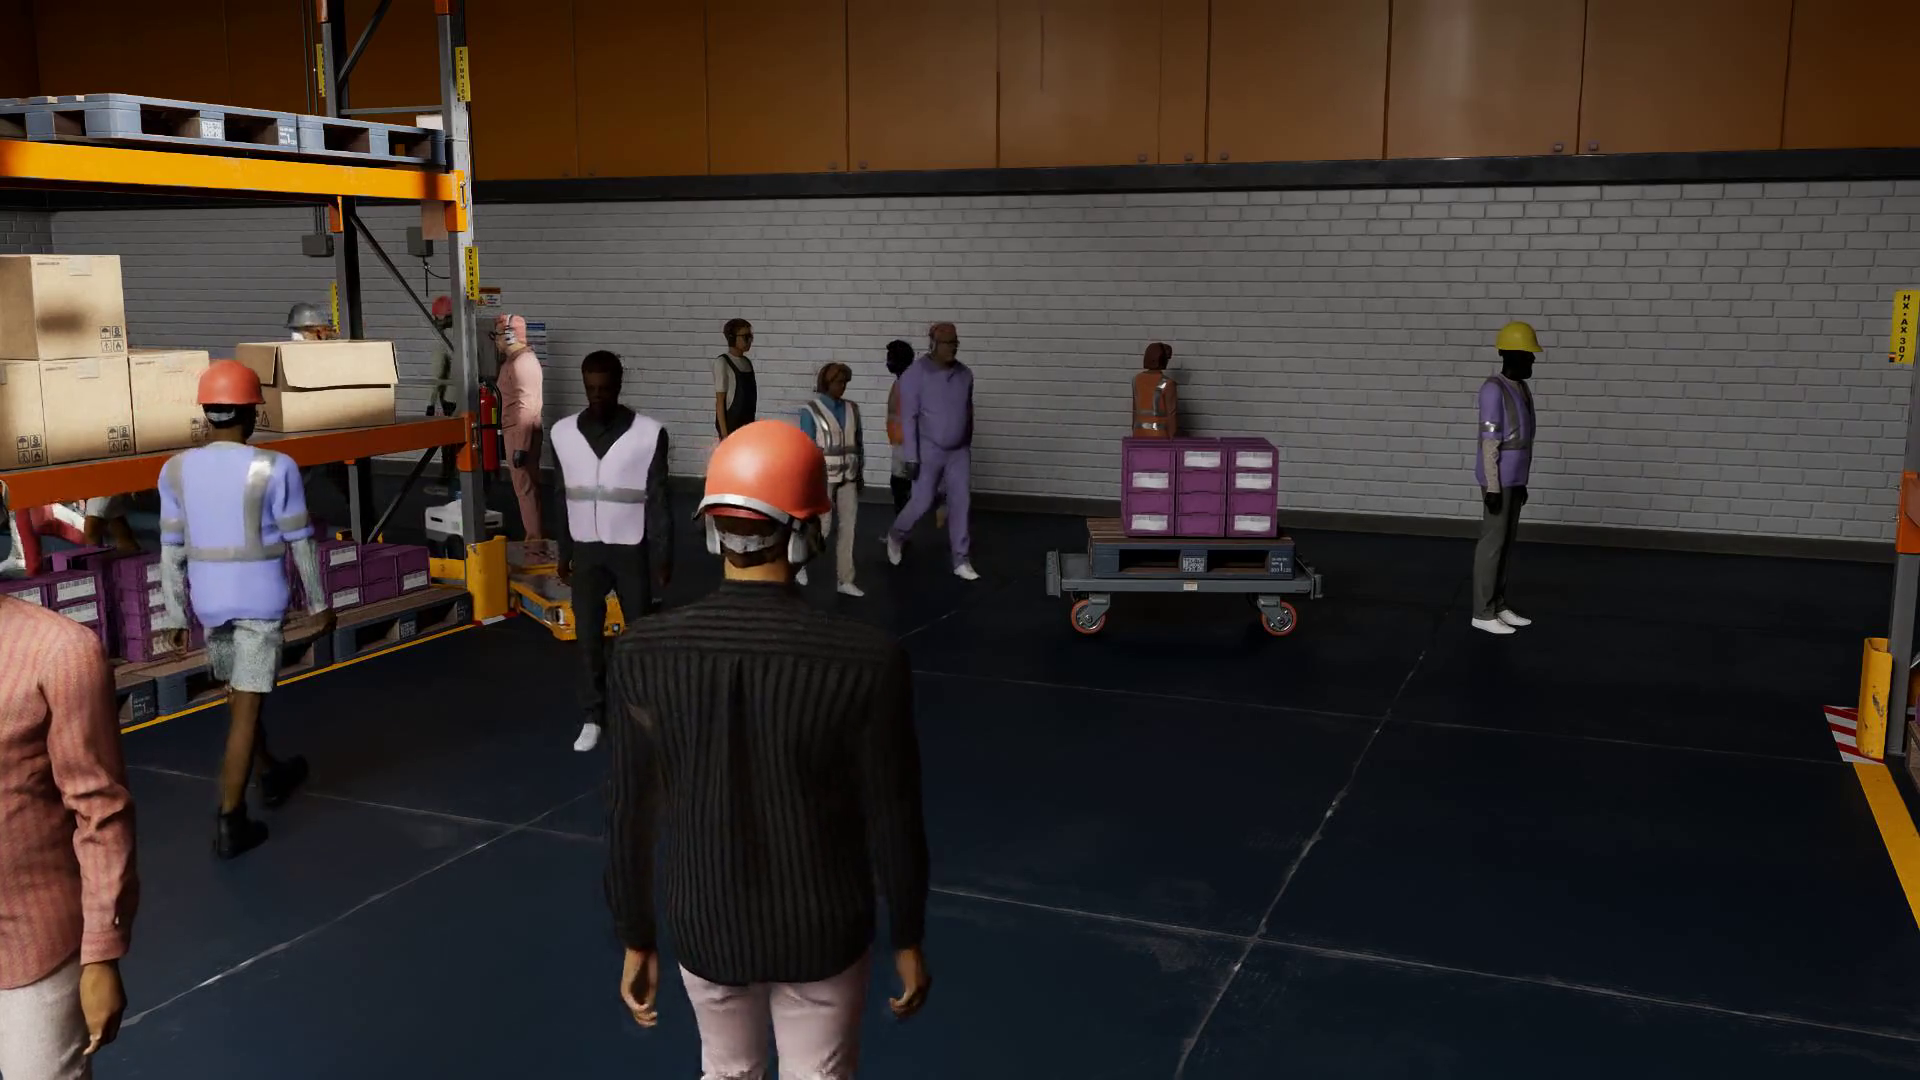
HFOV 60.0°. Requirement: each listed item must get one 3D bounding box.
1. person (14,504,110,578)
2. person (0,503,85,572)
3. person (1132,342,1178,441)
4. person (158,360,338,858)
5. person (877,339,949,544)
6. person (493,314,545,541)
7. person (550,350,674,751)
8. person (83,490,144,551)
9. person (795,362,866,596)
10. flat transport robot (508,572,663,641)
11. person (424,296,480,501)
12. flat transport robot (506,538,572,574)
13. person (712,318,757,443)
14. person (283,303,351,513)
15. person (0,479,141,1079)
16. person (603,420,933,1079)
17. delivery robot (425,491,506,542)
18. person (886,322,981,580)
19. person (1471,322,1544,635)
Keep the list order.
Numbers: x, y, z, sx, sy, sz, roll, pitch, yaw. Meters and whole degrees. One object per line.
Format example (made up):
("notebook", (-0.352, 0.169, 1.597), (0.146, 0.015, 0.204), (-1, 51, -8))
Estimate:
("person", (-6.299, -0.487, 11.464), (0.522, 1.755, 0.595), (8, 12, 40))
("person", (-6.920, -0.690, 12.423), (0.693, 1.846, 0.552), (-9, 13, -43))
("person", (1.622, -0.837, 13.962), (0.314, 1.632, 0.517), (-7, 12, -36))
("person", (-2.805, 0.235, 6.656), (0.555, 1.894, 0.945), (1, 9, 8))
("person", (-0.368, -0.795, 13.547), (0.567, 1.680, 0.535), (-1, 9, -3))
("person", (-3.339, -0.743, 12.559), (0.401, 1.904, 0.648), (-2, 10, -14))
("person", (-1.671, 0.009, 8.106), (0.593, 1.883, 0.903), (1, 9, 4))
("person", (-5.626, -0.431, 10.688), (0.552, 1.895, 0.896), (7, 12, 35))
("person", (-0.907, -0.419, 11.487), (0.521, 1.621, 0.515), (-9, 13, -42))
("flat transport robot", (-2.431, 0.387, 10.644), (0.652, 0.197, 1.431), (-5, 11, -29))
("person", (-4.984, -1.349, 16.022), (0.850, 1.964, 0.654), (2, 10, 13))
("flat transport robot", (-3.037, 0.178, 11.911), (0.652, 0.197, 1.431), (-5, 11, -29))
("person", (-1.808, -0.879, 13.561), (0.345, 1.847, 0.504), (4, 10, 22))
("person", (-5.073, -0.904, 13.123), (0.693, 2.000, 1.011), (5, 11, 27))
("person", (-1.869, 0.764, 3.146), (0.617, 1.993, 0.396), (1, 9, 9))
("person", (-0.371, 0.757, 3.240), (0.620, 1.978, 0.496), (3, 10, 15))
("delivery robot", (-3.762, -0.130, 12.636), (0.477, 0.478, 0.707), (-9, 13, -44))
("person", (-0.198, -0.666, 12.203), (0.641, 1.875, 0.851), (-6, 11, -34))
("person", (3.400, -0.387, 10.331), (0.366, 1.926, 0.594), (7, 11, 35))
